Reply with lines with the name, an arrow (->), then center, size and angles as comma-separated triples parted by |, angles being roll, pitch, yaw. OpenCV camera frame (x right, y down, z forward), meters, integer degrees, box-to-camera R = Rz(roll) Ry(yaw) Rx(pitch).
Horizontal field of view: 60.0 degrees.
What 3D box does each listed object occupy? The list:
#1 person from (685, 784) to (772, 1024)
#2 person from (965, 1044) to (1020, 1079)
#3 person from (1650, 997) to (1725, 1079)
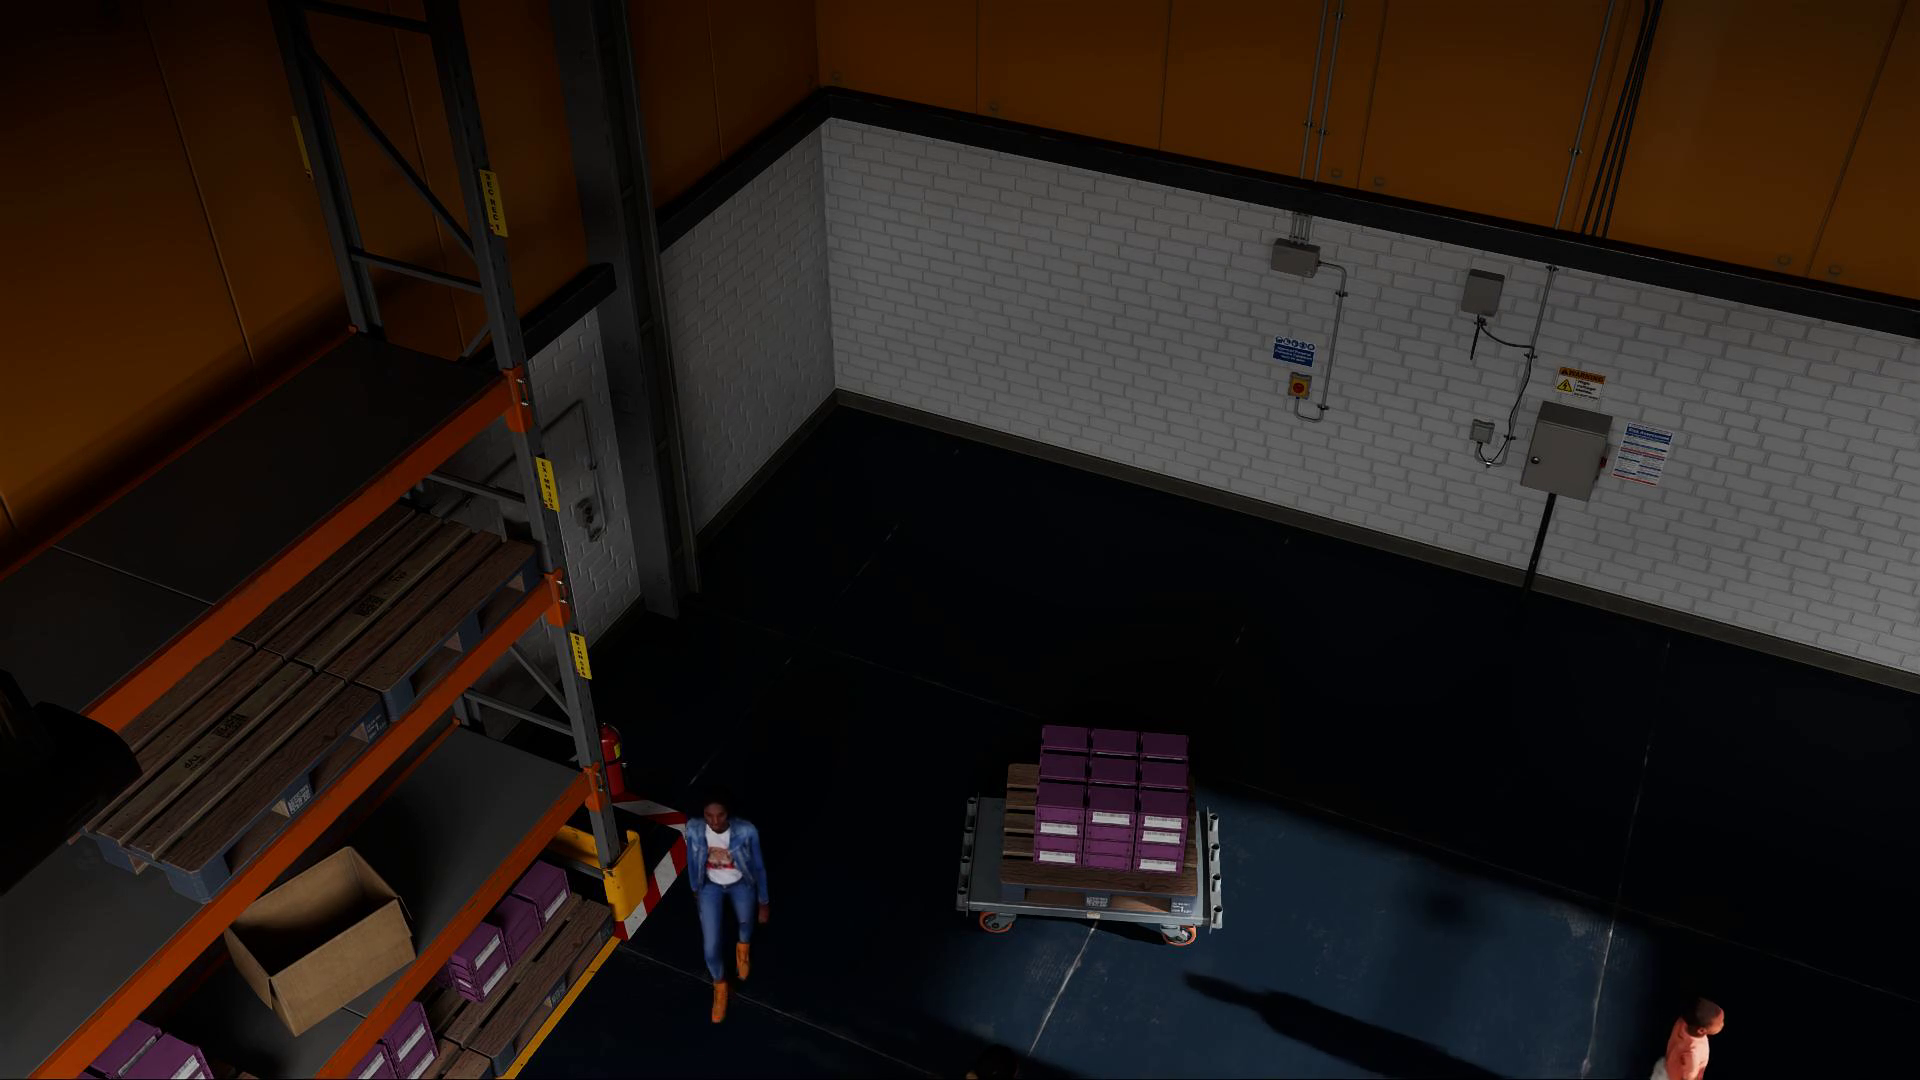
person -> -1.356, 1.994, 9.838 | 0.836, 1.695, 0.950 | -2, 39, -3
person -> 0.164, 3.111, 8.475 | 0.614, 1.651, 0.613 | 28, 47, 31
person -> 3.799, 2.914, 9.020 | 0.584, 1.277, 0.816 | 14, 41, 17
